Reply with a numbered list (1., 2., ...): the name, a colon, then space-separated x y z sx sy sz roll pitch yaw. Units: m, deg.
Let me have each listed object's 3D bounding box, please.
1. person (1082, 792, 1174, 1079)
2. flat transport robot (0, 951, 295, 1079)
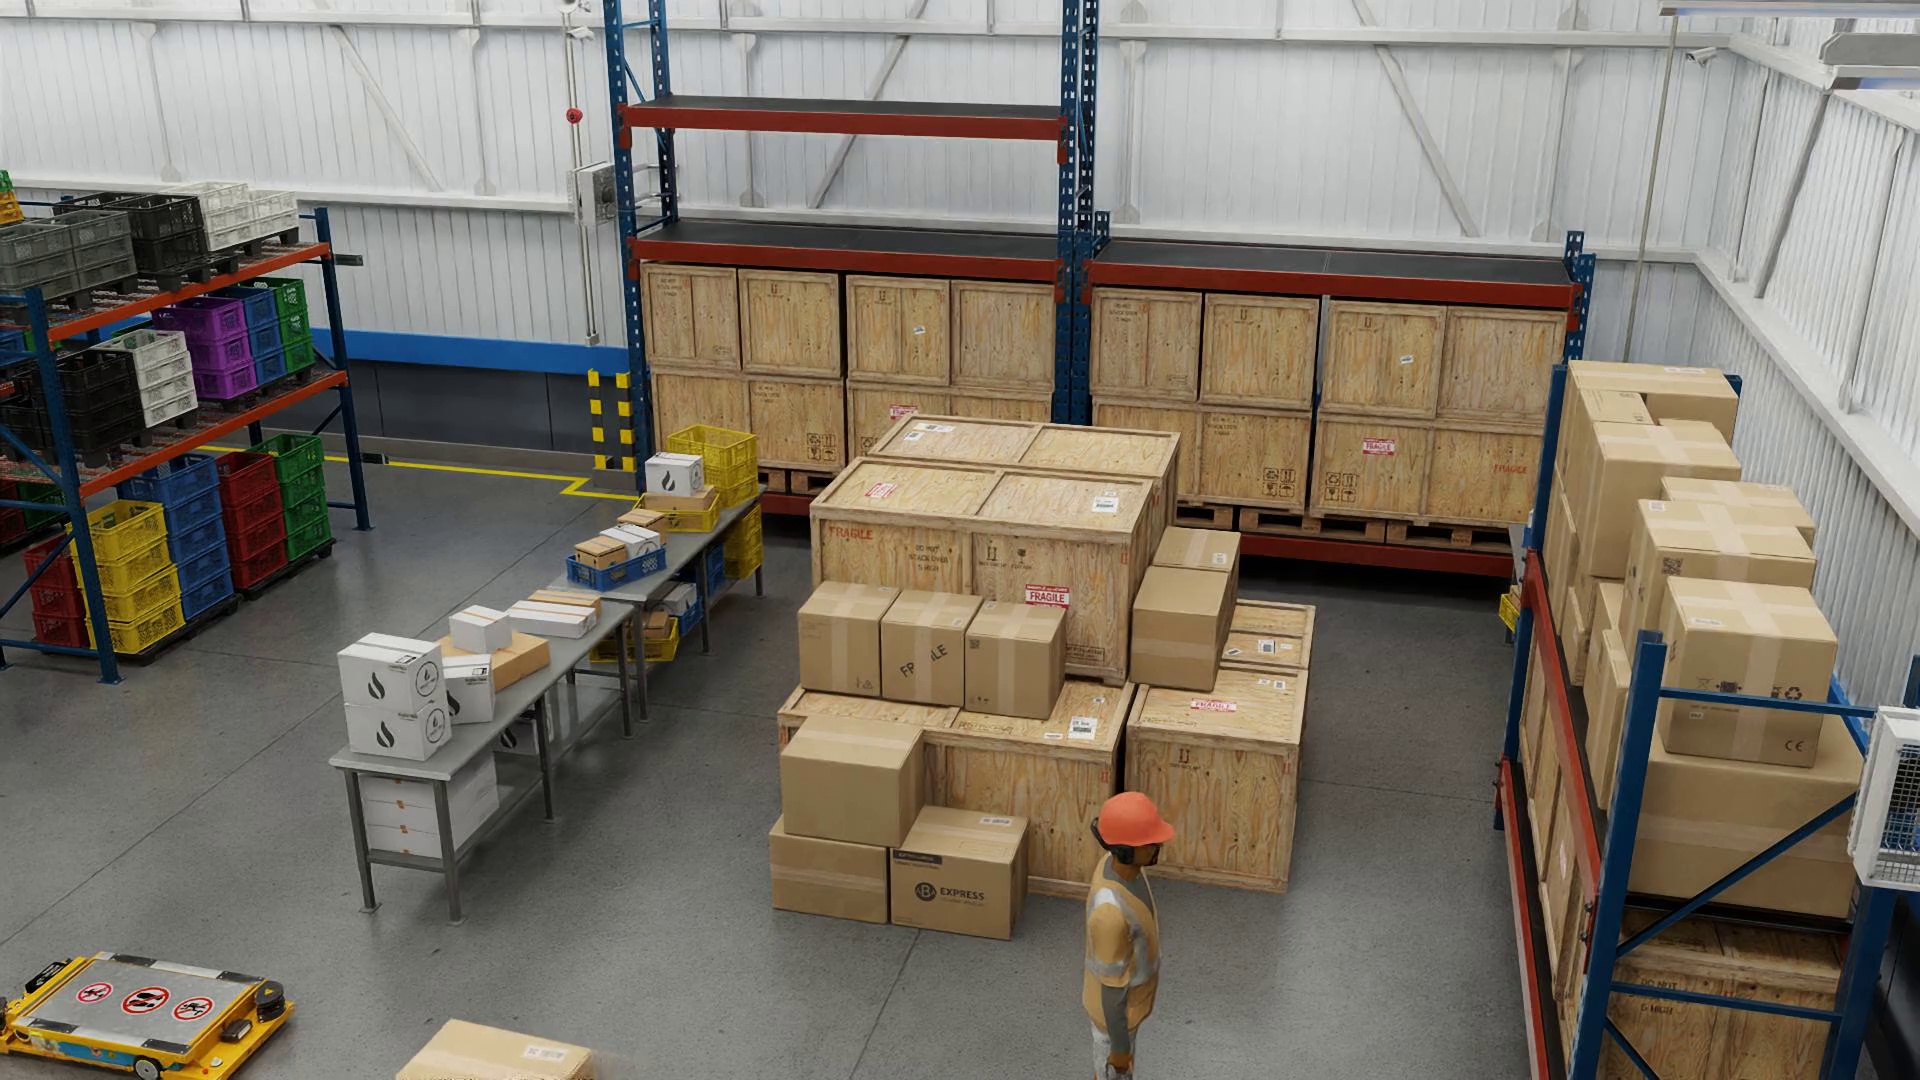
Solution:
1. person: 0.722 2.018 7.278 0.365 2.048 0.607 3 21 9
2. flat transport robot: -4.270 2.464 8.601 1.431 0.231 0.659 5 22 13
